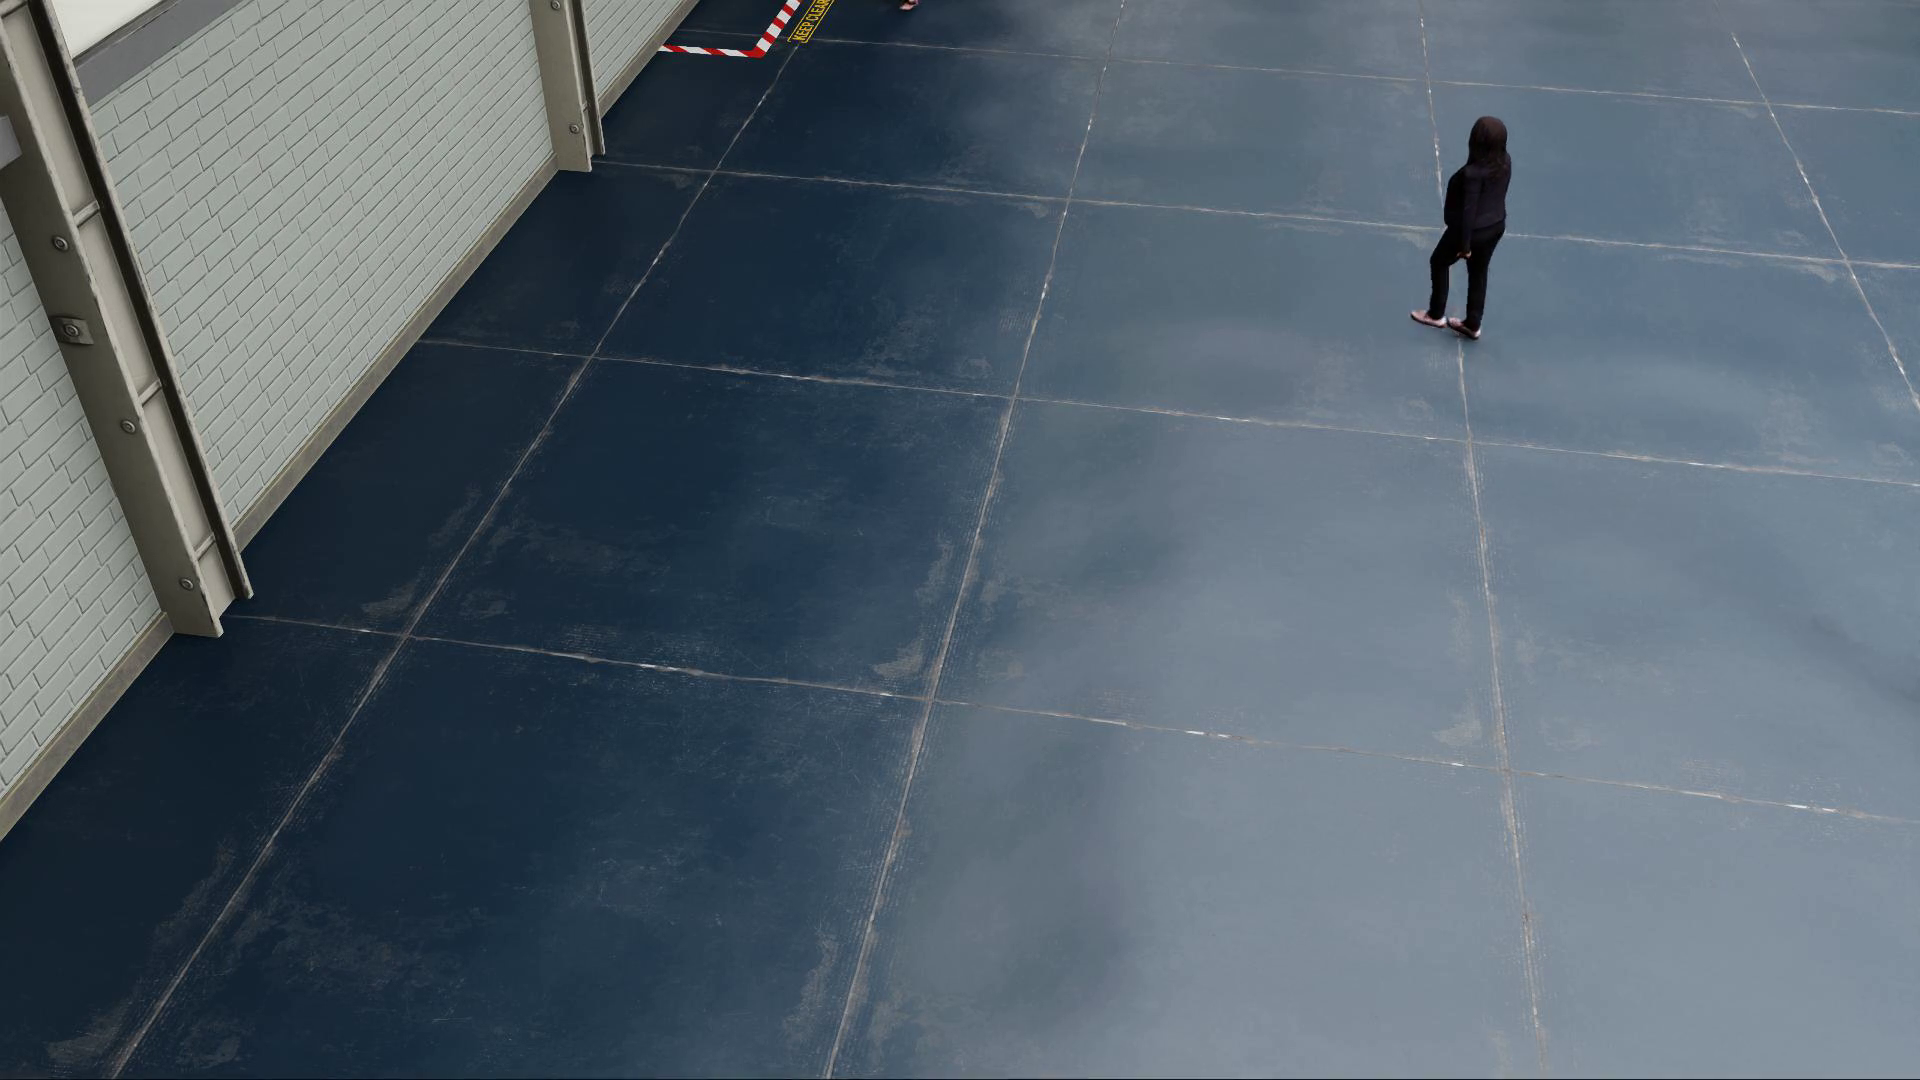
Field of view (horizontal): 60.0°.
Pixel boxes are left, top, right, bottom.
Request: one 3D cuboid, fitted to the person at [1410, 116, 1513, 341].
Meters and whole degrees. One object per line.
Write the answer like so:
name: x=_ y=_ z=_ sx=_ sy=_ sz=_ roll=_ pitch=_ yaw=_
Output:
person: x=3.589 y=-2.093 z=11.390 sx=0.833 sy=1.598 sz=0.892 roll=-28 pitch=46 yaw=-31
